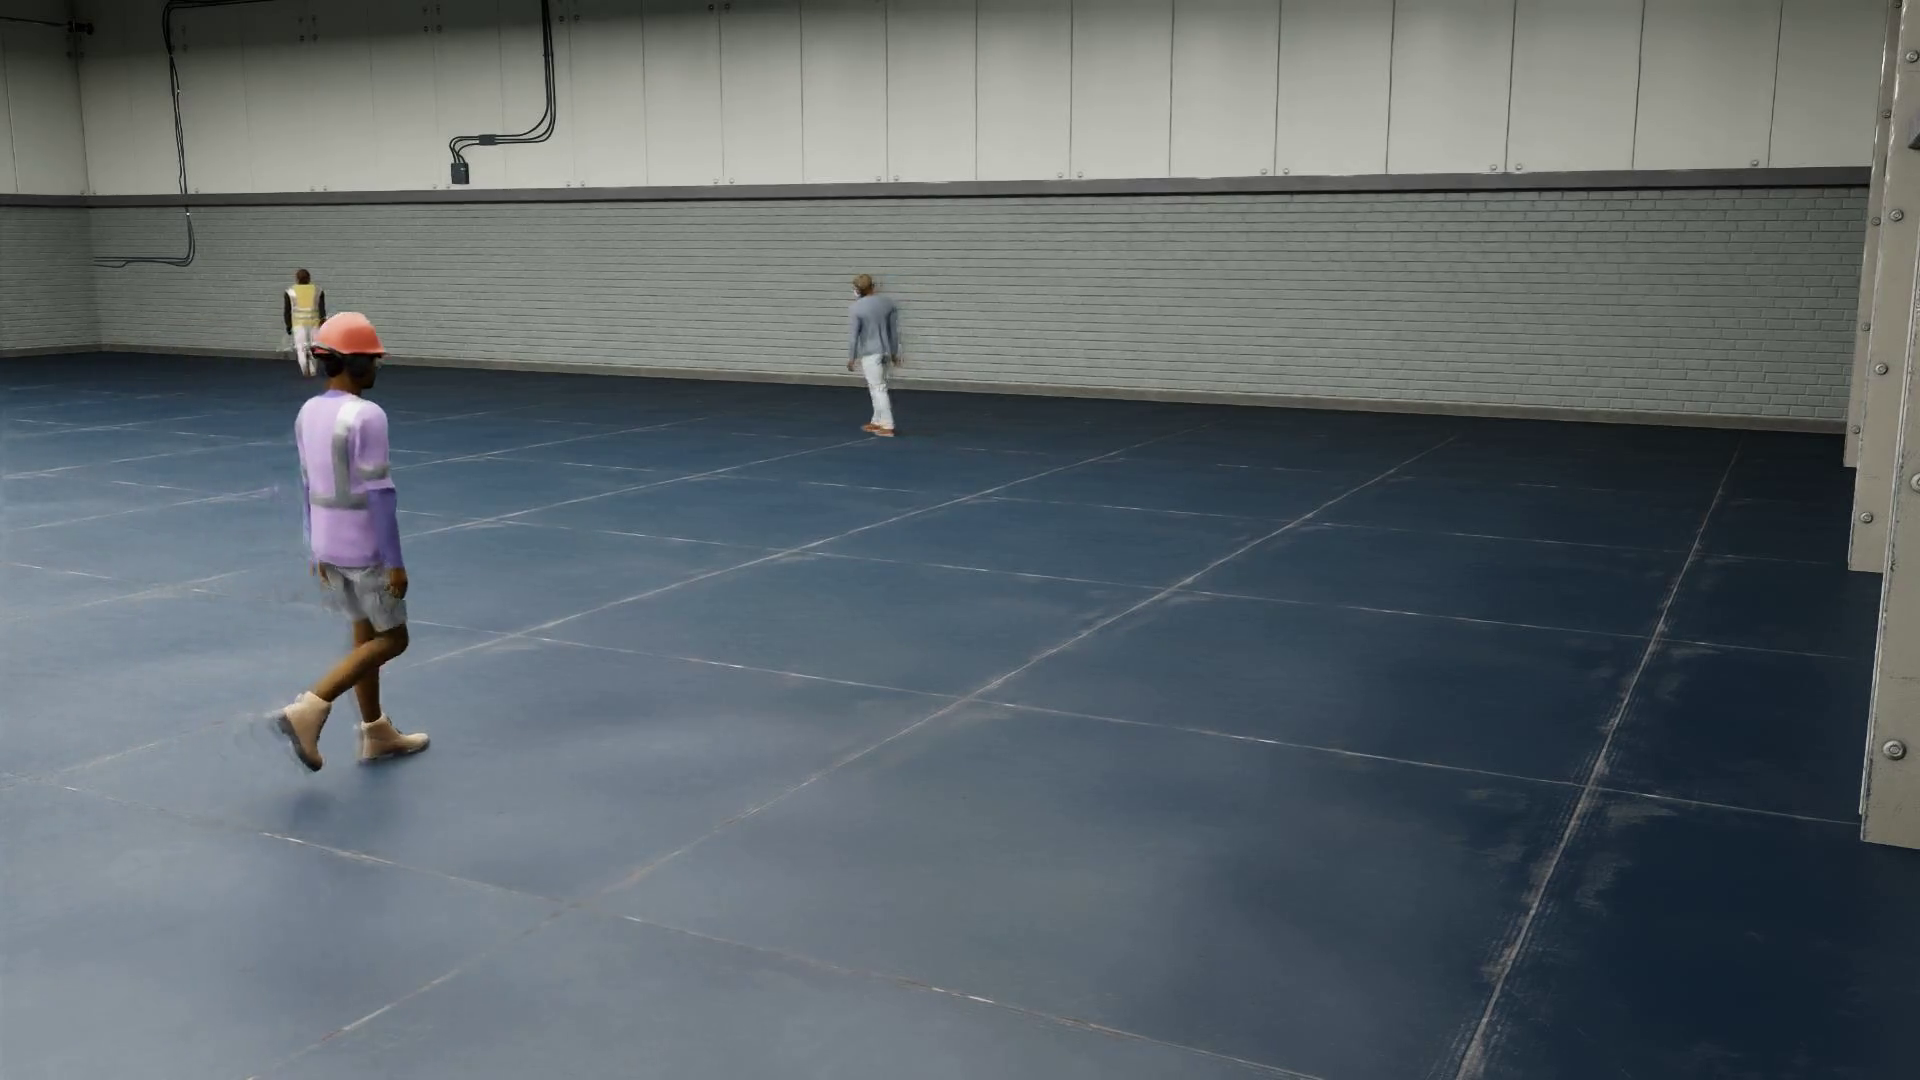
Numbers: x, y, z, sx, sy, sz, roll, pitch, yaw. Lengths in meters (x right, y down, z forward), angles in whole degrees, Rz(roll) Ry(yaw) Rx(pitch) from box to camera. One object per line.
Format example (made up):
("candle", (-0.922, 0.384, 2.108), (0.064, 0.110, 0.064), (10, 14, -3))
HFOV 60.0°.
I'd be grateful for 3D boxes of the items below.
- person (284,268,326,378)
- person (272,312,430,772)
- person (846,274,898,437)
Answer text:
("person", (-10.788, -3.568, 27.431), (0.632, 1.818, 0.837), (-4, 11, -23))
("person", (-2.672, 0.033, 7.210), (0.632, 2.028, 0.674), (10, 14, 42))
("person", (-1.049, -2.162, 19.521), (0.723, 1.897, 0.663), (9, 14, 41))
